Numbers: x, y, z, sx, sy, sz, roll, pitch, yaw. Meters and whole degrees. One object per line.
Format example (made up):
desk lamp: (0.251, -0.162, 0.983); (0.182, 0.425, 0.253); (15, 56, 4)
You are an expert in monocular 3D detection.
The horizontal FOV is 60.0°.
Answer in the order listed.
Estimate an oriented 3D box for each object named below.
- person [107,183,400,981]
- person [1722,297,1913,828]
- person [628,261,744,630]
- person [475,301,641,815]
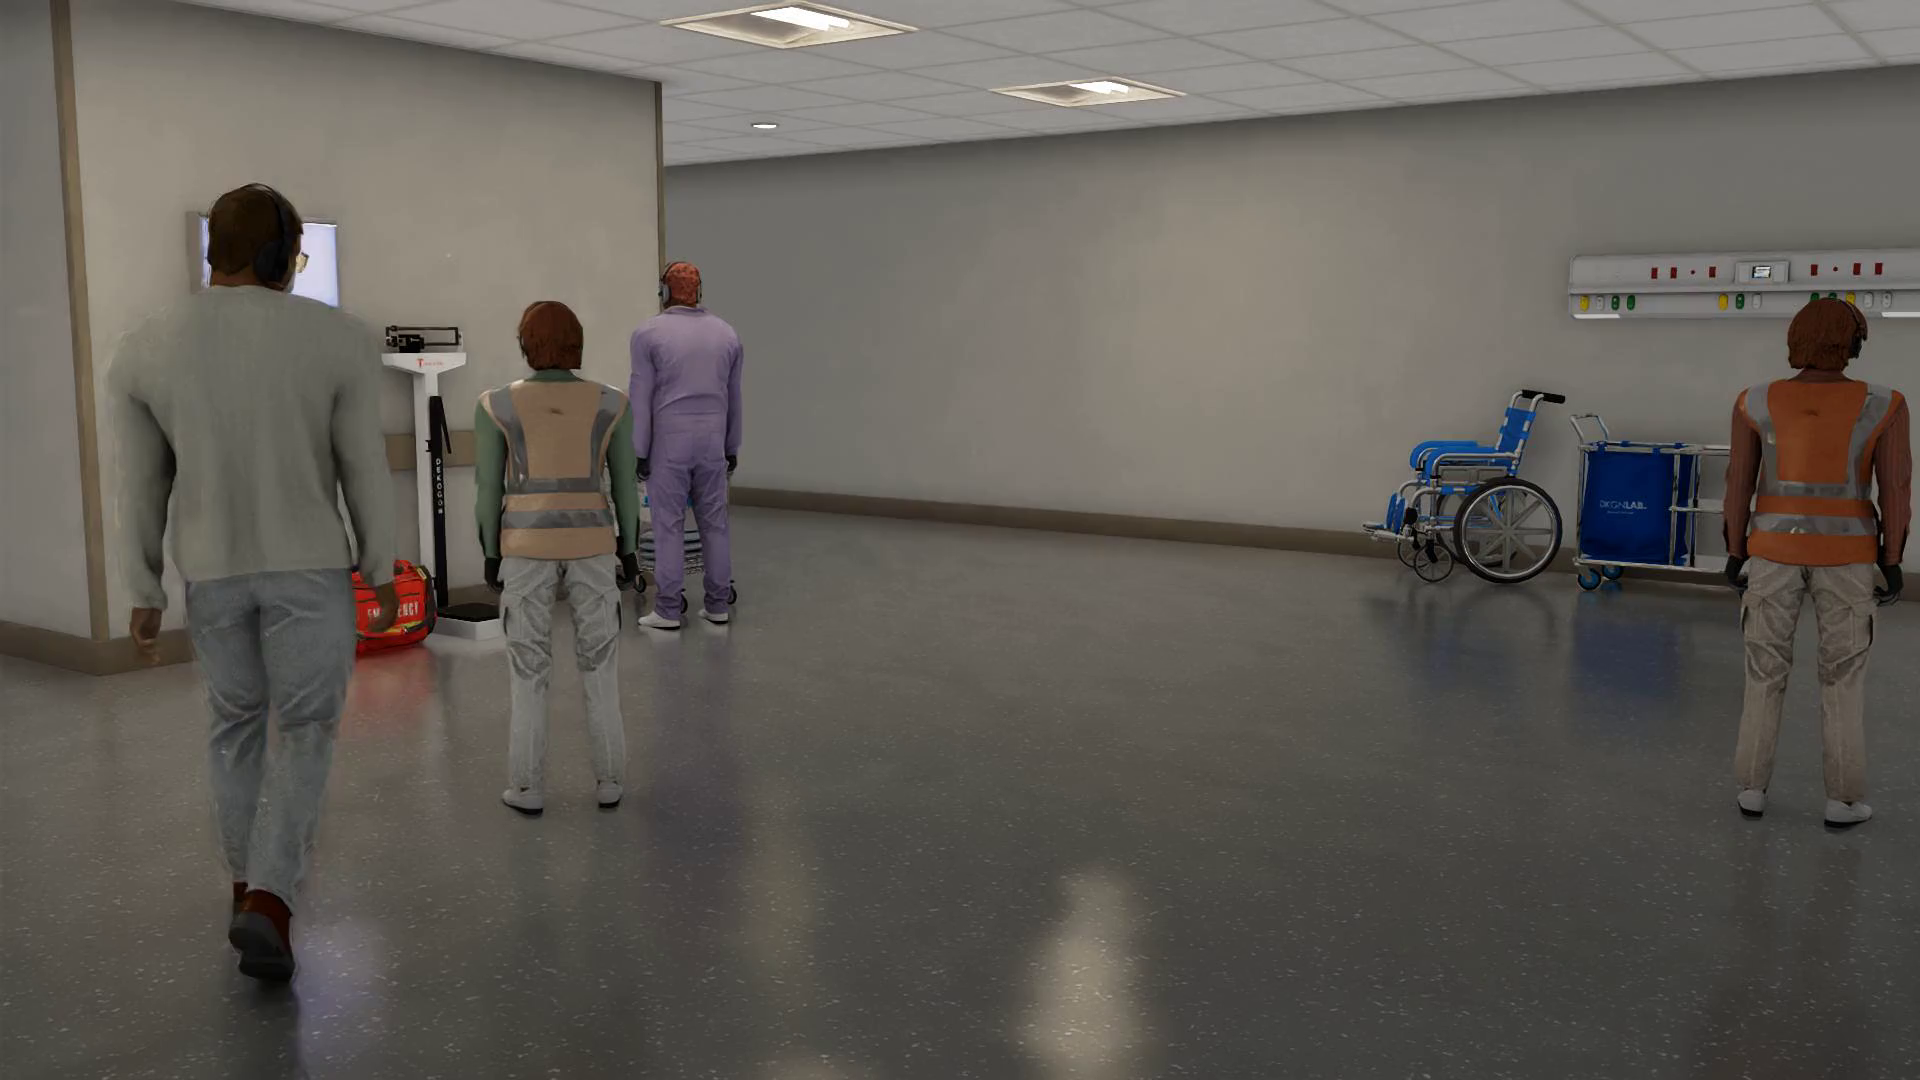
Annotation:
person: (-1.717, 0.085, 4.056); (0.631, 1.906, 0.941); (-1, 7, -7)
person: (2.652, 0.071, 5.178); (0.523, 1.639, 0.306); (5, 9, 34)
person: (-1.437, -0.487, 8.649); (0.648, 1.902, 0.399); (-6, 9, -39)
person: (-1.281, 0.055, 5.338); (0.517, 1.632, 0.314); (-2, 7, -18)
